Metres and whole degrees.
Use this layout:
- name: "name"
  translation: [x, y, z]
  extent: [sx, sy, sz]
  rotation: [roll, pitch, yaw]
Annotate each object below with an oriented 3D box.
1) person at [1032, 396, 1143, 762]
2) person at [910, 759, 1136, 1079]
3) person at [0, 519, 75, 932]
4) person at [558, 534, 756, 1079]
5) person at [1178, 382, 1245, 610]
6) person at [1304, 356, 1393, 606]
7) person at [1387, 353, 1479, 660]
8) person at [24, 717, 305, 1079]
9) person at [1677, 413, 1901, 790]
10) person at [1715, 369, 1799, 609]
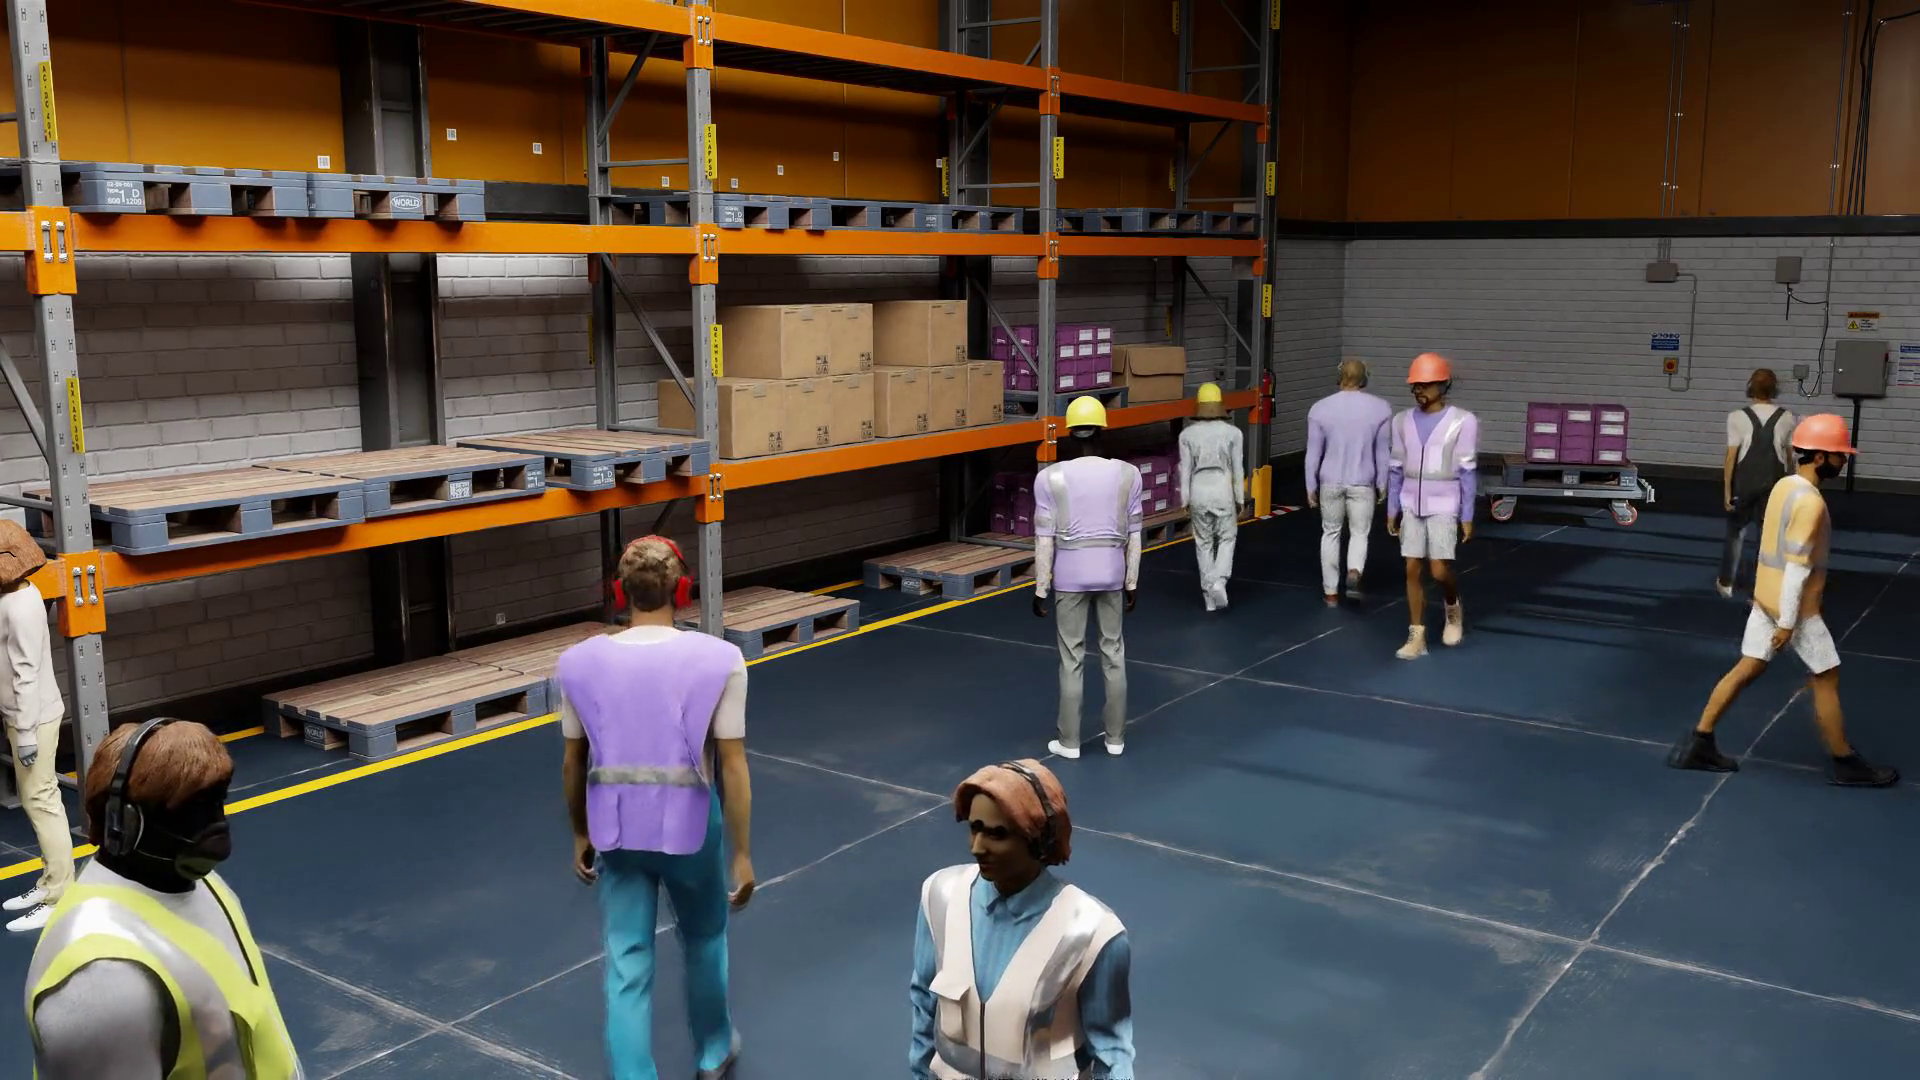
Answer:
- name: "person"
  translation: [0.664, 0.208, 8.754]
  extent: [0.585, 1.921, 0.383]
  rotation: [-2, 10, -10]
- name: "person"
  translation: [0.118, 1.242, 3.434]
  extent: [0.516, 1.640, 0.314]
  rotation: [7, 12, 35]
- name: "person"
  translation: [-3.696, 0.722, 6.576]
  extent: [0.277, 1.629, 0.496]
  rotation: [-6, 11, -32]
- name: "person"
  translation: [-0.896, 0.881, 5.066]
  extent: [0.594, 1.807, 0.859]
  rotation: [0, 10, 2]
- name: "person"
  translation: [1.863, -0.305, 12.379]
  extent: [0.509, 1.719, 0.498]
  rotation: [3, 10, 15]
- name: "person"
  translation: [2.901, -0.415, 12.482]
  extent: [0.644, 1.918, 0.592]
  rotation: [2, 10, 12]
- name: "person"
  translation: [3.107, -0.216, 10.955]
  extent: [0.626, 2.029, 0.534]
  rotation: [9, 13, 42]
- name: "person"
  translation: [-1.399, 1.217, 2.998]
  extent: [0.430, 1.841, 0.624]
  rotation: [-3, 10, -16]
- name: "person"
  translation: [4.170, 0.302, 8.335]
  extent: [1.011, 1.888, 0.562]
  rotation: [2, 10, 9]
- name: "person"
  translation: [6.087, -0.401, 12.724]
  extent: [0.521, 1.813, 0.818]
  rotation: [3, 10, 19]
